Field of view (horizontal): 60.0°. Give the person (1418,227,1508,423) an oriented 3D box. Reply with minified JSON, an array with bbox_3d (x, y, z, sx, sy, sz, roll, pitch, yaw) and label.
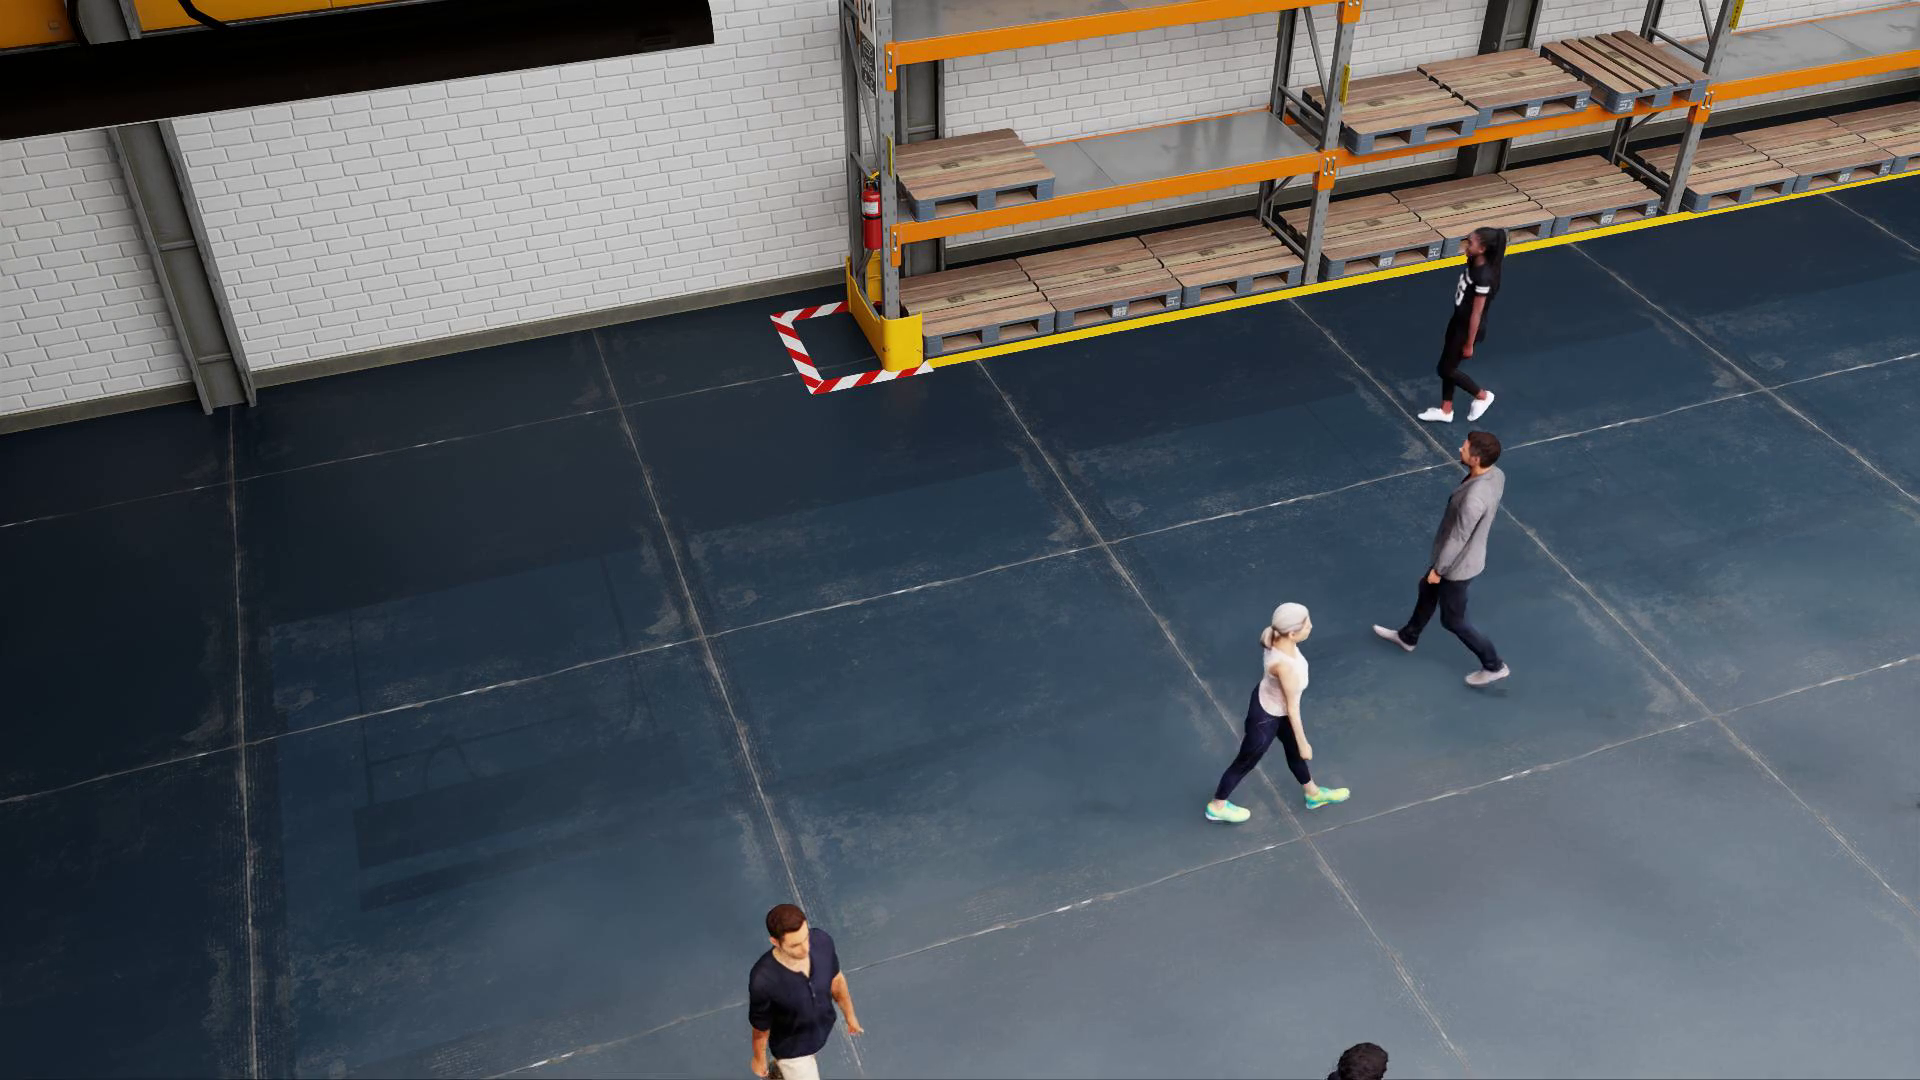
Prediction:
[{"bbox_3d":[3.999,-1.623,12.897,0.885,1.720,0.784,1,39,1],"label":"person"}]

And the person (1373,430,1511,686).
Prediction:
[{"bbox_3d":[3.246,0.158,10.570,1.242,1.840,1.202,17,42,20],"label":"person"}]

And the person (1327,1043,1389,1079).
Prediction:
[{"bbox_3d":[1.787,2.802,7.759,0.688,1.217,0.586,-22,44,-26],"label":"person"}]

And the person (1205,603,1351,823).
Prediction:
[{"bbox_3d":[1.694,1.043,9.602,1.167,1.666,0.923,4,39,6],"label":"person"}]

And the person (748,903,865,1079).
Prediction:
[{"bbox_3d":[-0.814,2.305,7.908,1.093,1.806,1.192,28,47,31],"label":"person"}]
